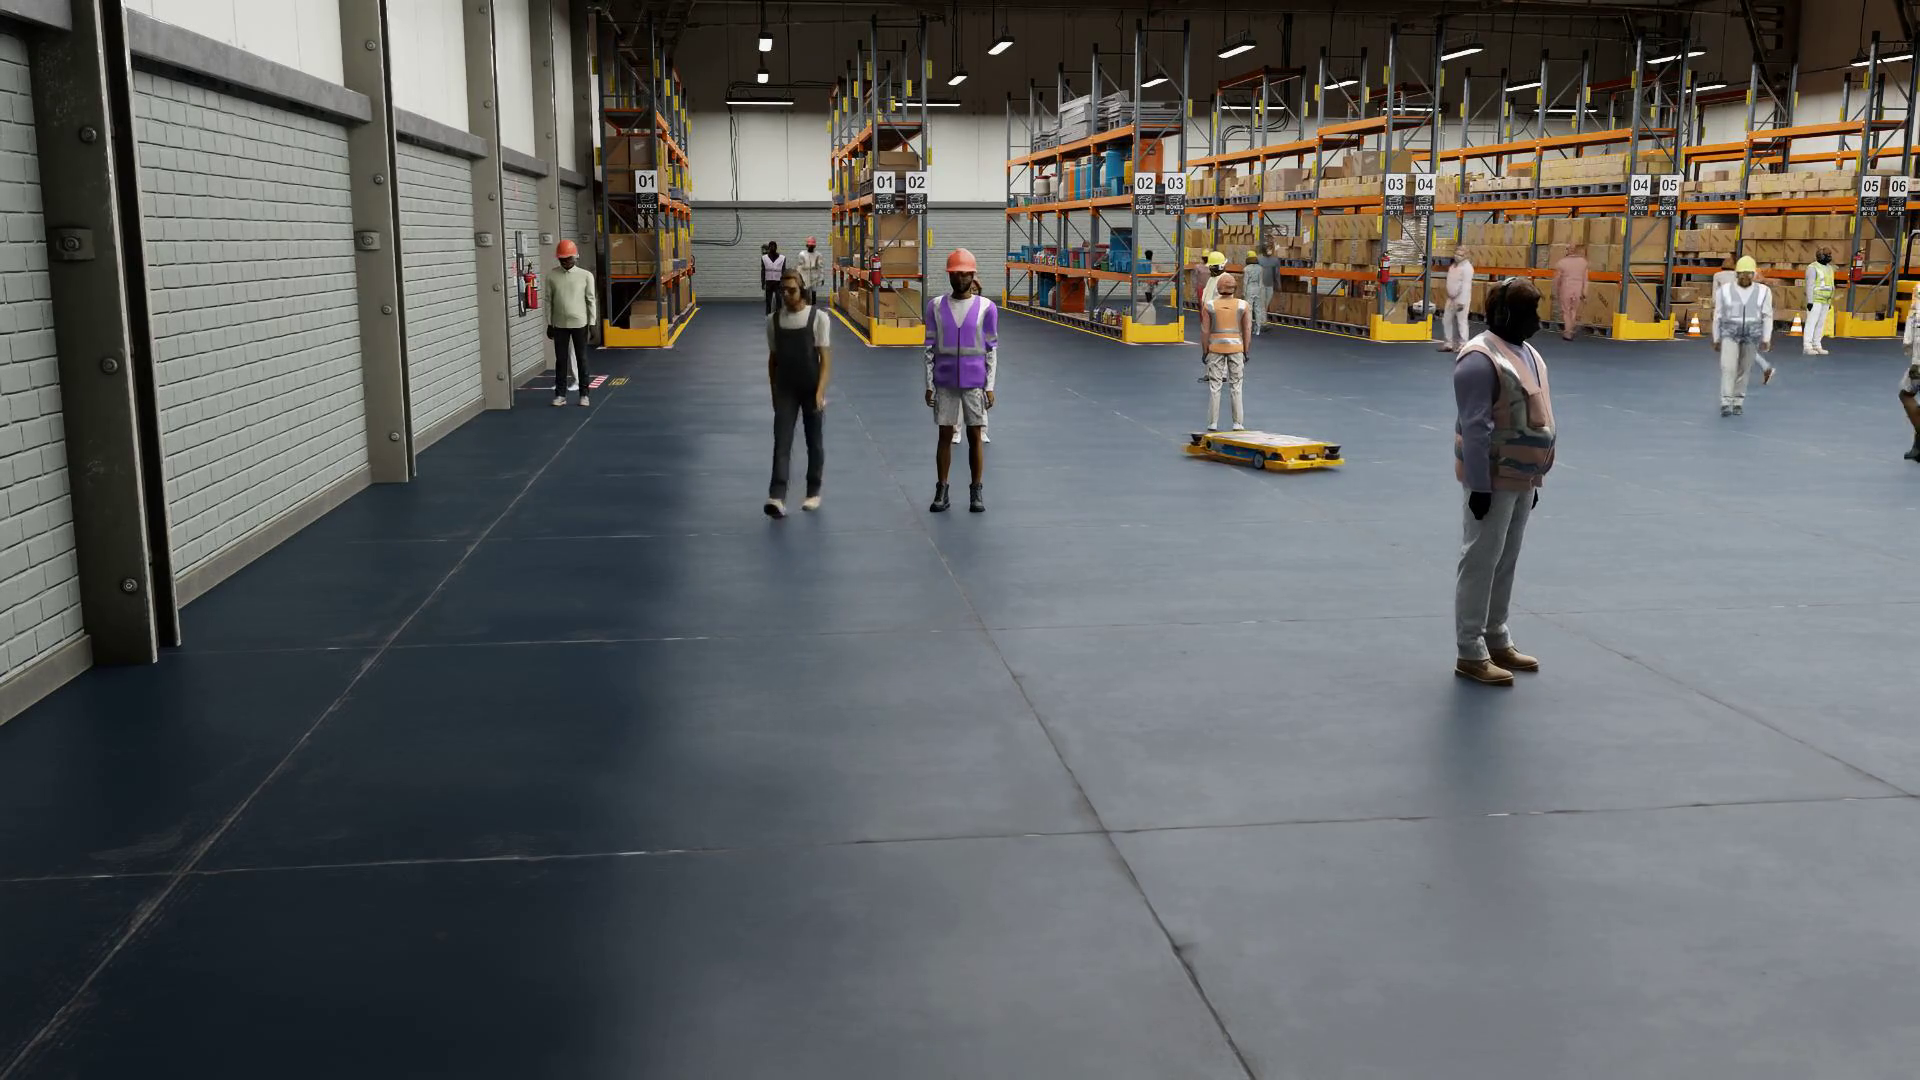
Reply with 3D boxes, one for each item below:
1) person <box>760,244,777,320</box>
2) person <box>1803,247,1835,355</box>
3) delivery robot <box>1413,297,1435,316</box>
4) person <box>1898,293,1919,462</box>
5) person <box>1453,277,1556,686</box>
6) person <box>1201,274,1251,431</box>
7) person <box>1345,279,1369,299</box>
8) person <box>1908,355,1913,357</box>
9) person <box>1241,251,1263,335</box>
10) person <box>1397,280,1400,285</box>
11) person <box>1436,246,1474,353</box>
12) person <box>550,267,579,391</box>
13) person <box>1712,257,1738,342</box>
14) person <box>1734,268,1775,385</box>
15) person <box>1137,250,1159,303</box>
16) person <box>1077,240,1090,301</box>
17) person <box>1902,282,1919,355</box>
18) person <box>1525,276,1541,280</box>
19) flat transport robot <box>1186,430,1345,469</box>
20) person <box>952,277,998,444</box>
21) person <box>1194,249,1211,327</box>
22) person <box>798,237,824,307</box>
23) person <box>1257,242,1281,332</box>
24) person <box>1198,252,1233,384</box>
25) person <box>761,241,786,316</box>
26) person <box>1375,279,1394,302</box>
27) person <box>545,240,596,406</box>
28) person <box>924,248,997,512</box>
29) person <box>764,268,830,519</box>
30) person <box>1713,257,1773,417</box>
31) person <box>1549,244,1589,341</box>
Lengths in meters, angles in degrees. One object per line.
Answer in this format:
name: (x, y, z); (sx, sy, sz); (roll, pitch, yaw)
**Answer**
person: (-4.623, -6.282, 40.551); (0.541, 1.855, 0.534); (7, 13, 34)
person: (14.843, -4.118, 28.713); (0.635, 1.842, 0.429); (-7, 12, -32)
delivery robot: (11.266, -5.650, 40.370); (0.477, 0.478, 0.707); (-1, 11, -5)
person: (8.695, -1.624, 14.822); (0.588, 1.918, 0.442); (-2, 11, -11)
person: (2.496, -0.272, 7.635); (0.429, 1.844, 0.627); (8, 13, 39)
person: (2.777, -1.948, 17.374); (0.513, 1.640, 0.309); (2, 10, 9)
person: (10.320, -6.791, 43.193); (0.651, 1.906, 0.403); (-1, 10, -5)
person: (16.421, -3.853, 27.902); (0.683, 1.609, 0.498); (6, 12, 31)
person: (6.035, -5.115, 34.476); (0.484, 1.736, 0.307); (-6, 12, -29)
person: (12.743, -7.751, 48.592); (0.515, 1.860, 0.326); (-2, 10, -9)
person: (8.665, -4.177, 28.972); (0.614, 1.872, 0.682); (-3, 11, -18)
person: (-5.218, -2.782, 21.952); (0.520, 1.636, 0.312); (7, 12, 32)
person: (14.634, -4.574, 31.782); (0.498, 1.634, 0.279); (7, 13, 35)
person: (10.852, -2.906, 22.706); (0.503, 1.614, 0.673); (-7, 13, -35)
person: (4.911, -6.769, 43.707); (0.549, 1.654, 0.832); (-4, 11, -21)
person: (3.529, -7.382, 46.340); (0.632, 1.940, 0.372); (-3, 11, -14)
person: (10.352, -2.151, 17.739); (0.752, 1.908, 0.568); (-7, 13, -36)
person: (14.831, -6.823, 43.147); (0.629, 1.979, 1.064); (-3, 11, -18)
flat transport robot: (2.729, -0.822, 14.953); (0.652, 0.197, 1.431); (-6, 12, -29)
person: (0.113, -1.766, 16.374); (0.524, 1.639, 0.308); (-2, 10, -9)
person: (5.555, -5.709, 37.680); (0.531, 1.753, 0.459); (1, 10, 7)
person: (-3.775, -6.655, 42.181); (0.630, 2.008, 0.866); (-1, 10, -7)
person: (6.583, -5.405, 35.589); (0.654, 1.901, 0.837); (-3, 11, -18)
person: (3.536, -3.059, 22.964); (0.403, 1.823, 0.586); (-3, 11, -18)
person: (-4.429, -6.135, 39.559); (0.600, 1.917, 0.377); (-1, 10, -3)
person: (10.568, -6.409, 41.432); (0.661, 1.787, 0.962); (-2, 10, -8)
person: (-4.680, -2.594, 19.971); (0.611, 1.984, 0.401); (0, 10, 2)
person: (0.002, -1.170, 12.281); (0.545, 1.942, 0.351); (1, 10, 5)
person: (-1.194, -1.059, 12.072); (0.510, 1.793, 0.938); (2, 10, 9)
person: (8.820, -2.279, 18.737); (0.606, 1.789, 0.870); (4, 11, 19)
person: (11.966, -4.883, 32.797); (0.673, 1.874, 0.842); (-1, 10, -5)
